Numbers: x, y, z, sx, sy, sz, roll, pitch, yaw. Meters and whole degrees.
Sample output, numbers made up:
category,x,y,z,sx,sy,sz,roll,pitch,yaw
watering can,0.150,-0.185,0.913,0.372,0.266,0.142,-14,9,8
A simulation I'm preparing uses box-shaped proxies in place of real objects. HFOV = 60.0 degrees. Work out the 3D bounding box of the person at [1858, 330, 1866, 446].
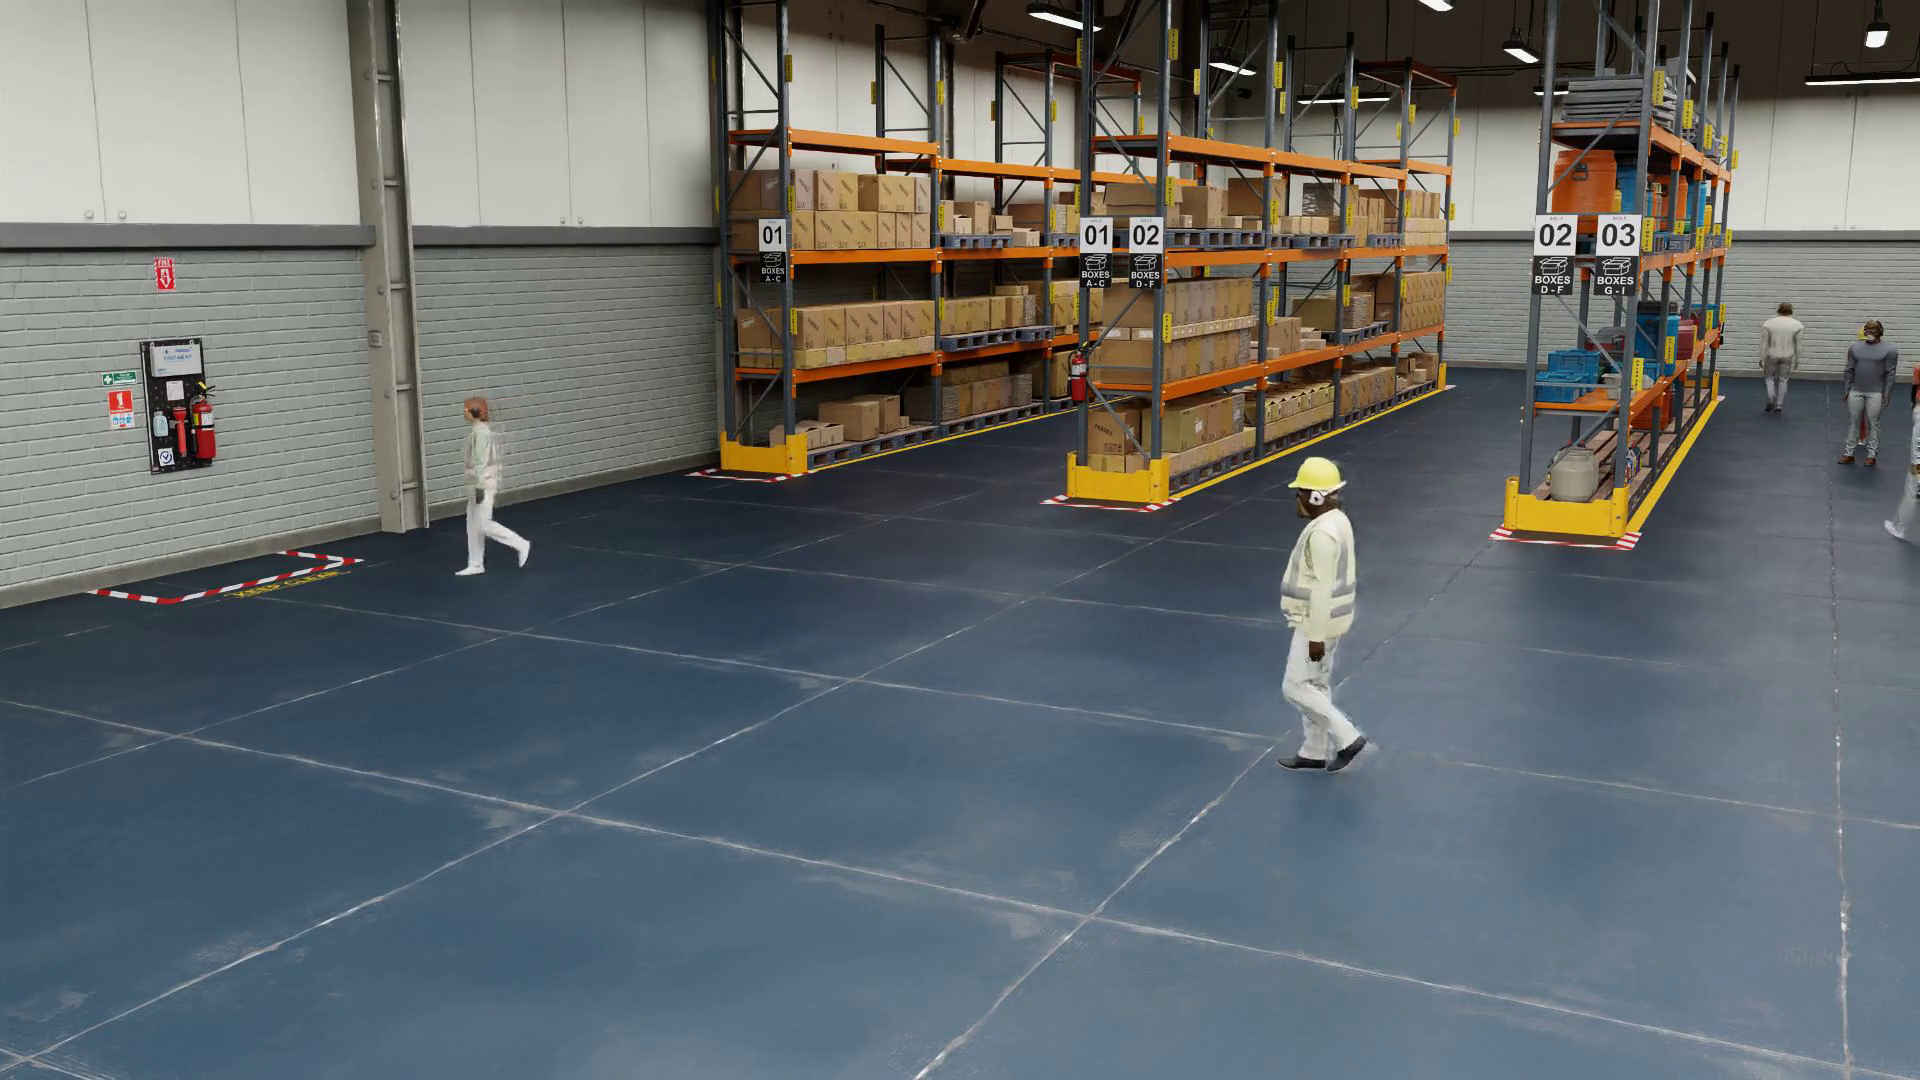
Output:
category,x,y,z,sx,sy,sz,roll,pitch,yaw
person,12.989,-2.177,23.817,0.529,1.722,0.867,5,12,26

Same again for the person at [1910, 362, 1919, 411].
category,x,y,z,sx,sy,sz,roll,pitch,yaw
person,12.995,-1.851,22.203,0.536,1.667,0.791,3,11,13

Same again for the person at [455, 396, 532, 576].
category,x,y,z,sx,sy,sz,roll,pitch,yaw
person,-4.196,-0.481,14.834,0.594,1.627,0.513,-4,11,-23

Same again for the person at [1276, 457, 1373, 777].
category,x,y,z,sx,sy,sz,roll,pitch,yaw
person,2.020,0.447,9.254,0.475,1.822,0.592,4,11,20

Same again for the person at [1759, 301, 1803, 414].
category,x,y,z,sx,sy,sz,roll,pitch,yaw
person,13.995,-3.110,28.378,0.651,1.916,0.600,4,11,21

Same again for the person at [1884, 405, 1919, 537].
category,x,y,z,sx,sy,sz,roll,pitch,yaw
person,9.549,-0.808,16.397,0.513,1.696,0.875,0,10,0

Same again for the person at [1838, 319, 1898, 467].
category,x,y,z,sx,sy,sz,roll,pitch,yaw
person,11.978,-1.939,21.954,0.373,1.936,0.629,-9,14,-42
